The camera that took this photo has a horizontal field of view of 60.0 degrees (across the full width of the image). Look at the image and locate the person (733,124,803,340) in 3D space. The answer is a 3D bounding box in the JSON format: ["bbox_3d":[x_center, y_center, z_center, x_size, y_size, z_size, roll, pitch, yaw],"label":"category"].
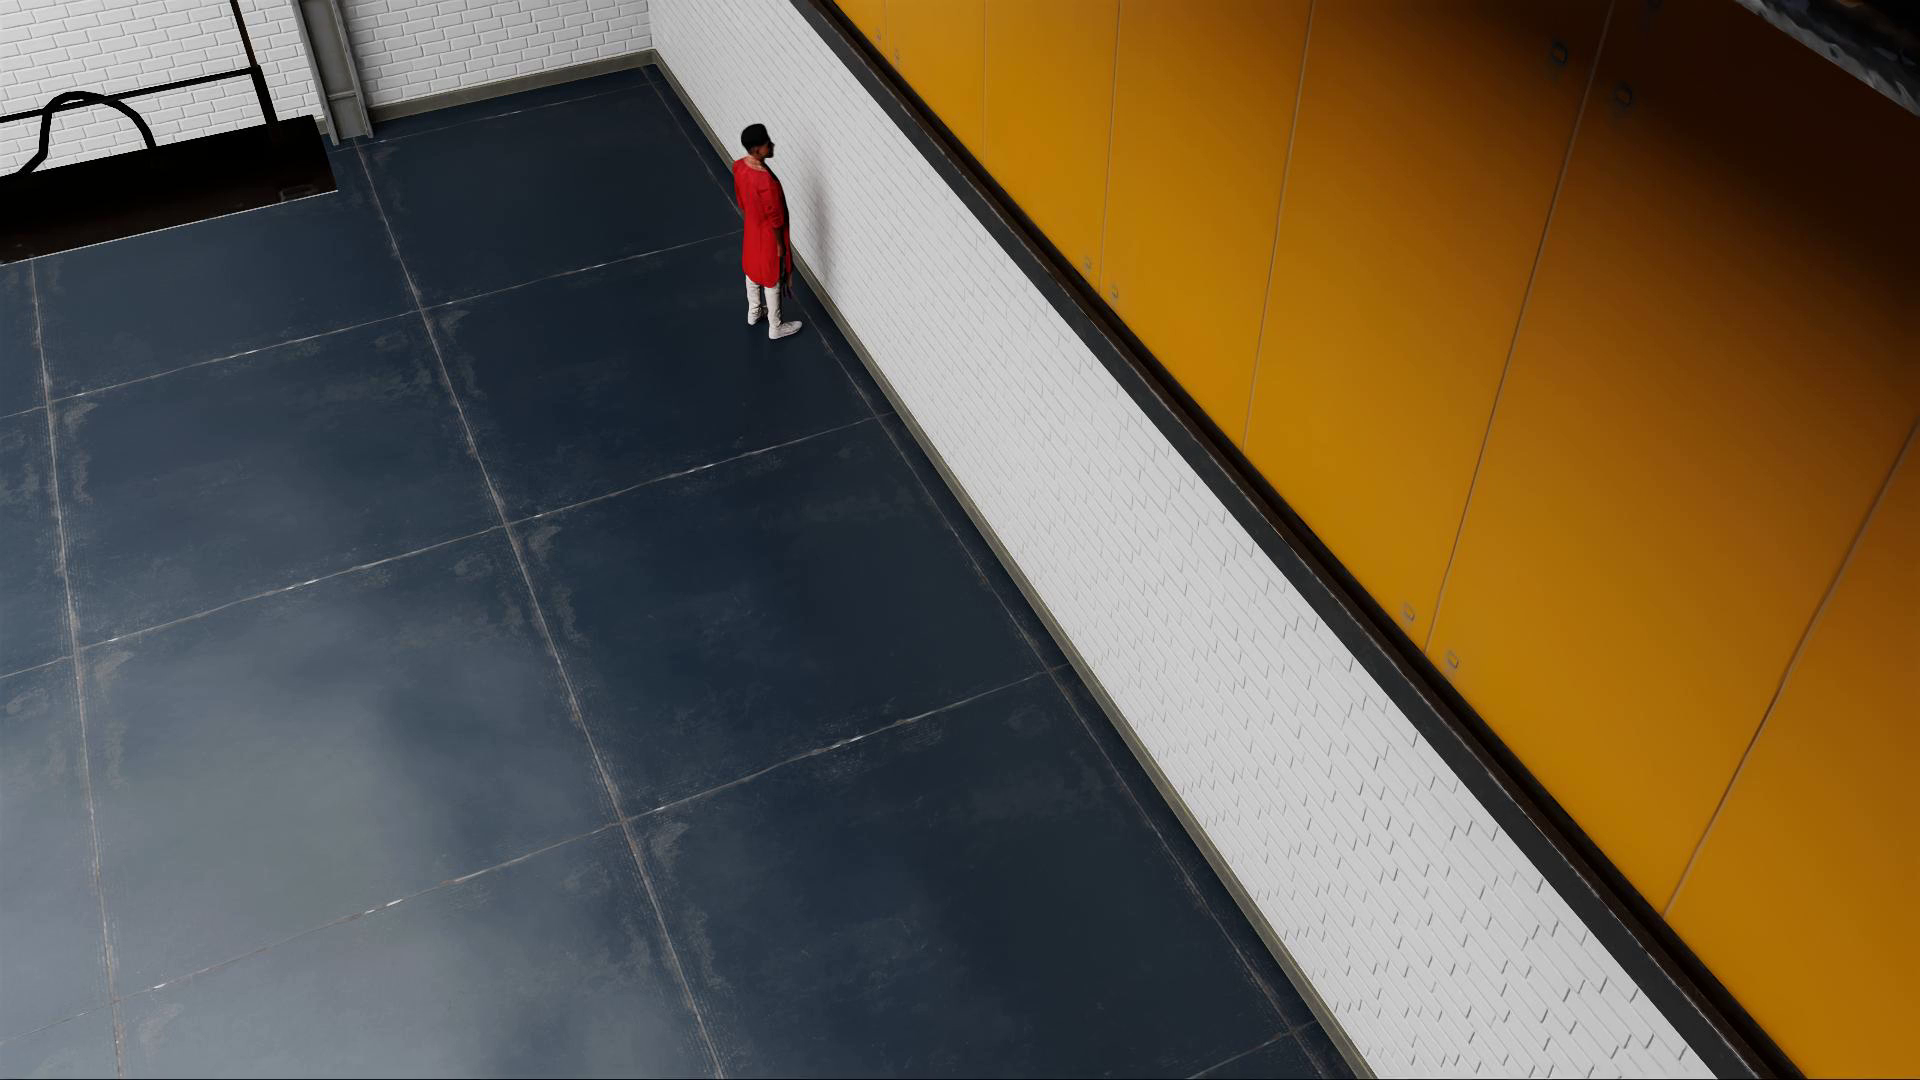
[{"bbox_3d":[-1.613,-2.515,13.534,0.692,1.880,0.746,-30,51,-28],"label":"person"}]
